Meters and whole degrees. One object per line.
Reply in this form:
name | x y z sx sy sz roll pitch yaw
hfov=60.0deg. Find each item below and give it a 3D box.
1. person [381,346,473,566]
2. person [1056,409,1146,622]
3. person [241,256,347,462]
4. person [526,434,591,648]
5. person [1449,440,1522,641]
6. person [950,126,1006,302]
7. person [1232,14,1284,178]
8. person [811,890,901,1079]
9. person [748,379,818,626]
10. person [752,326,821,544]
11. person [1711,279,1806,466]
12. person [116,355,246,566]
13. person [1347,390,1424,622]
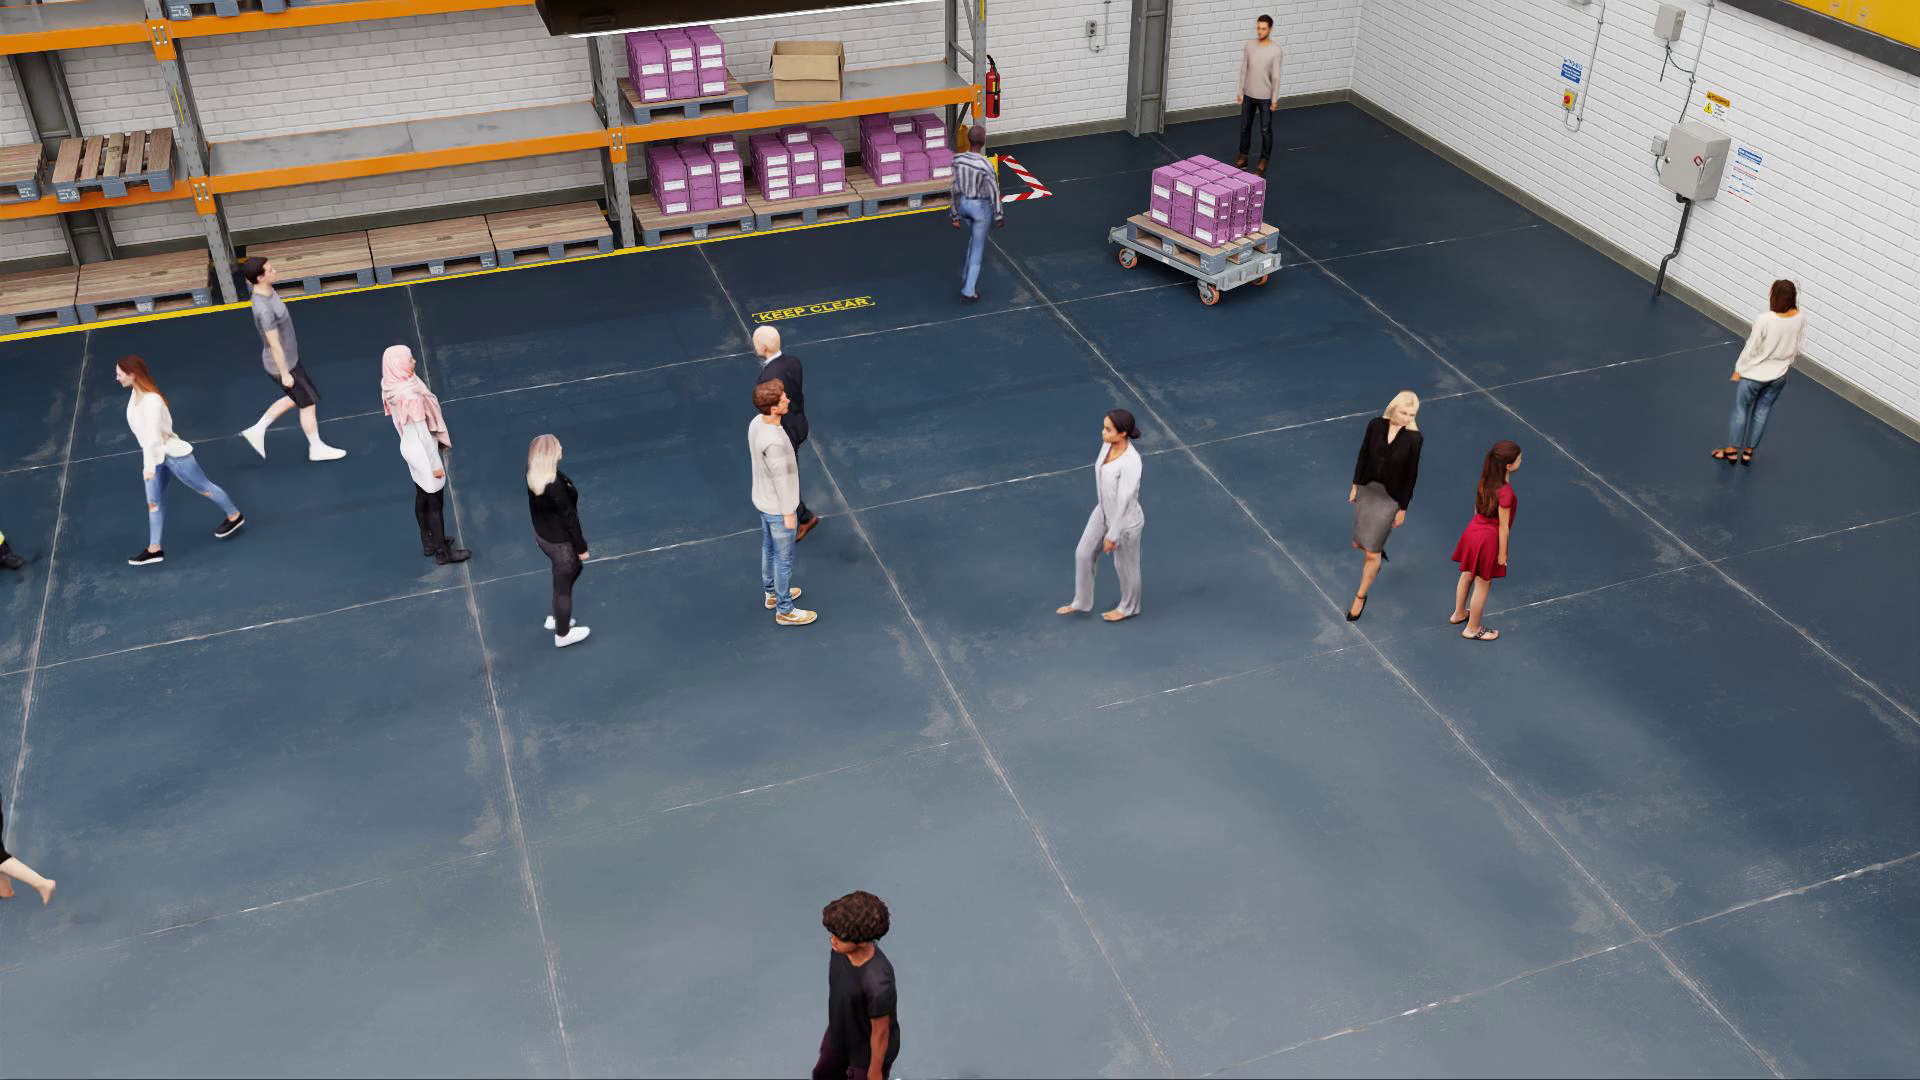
person | -4.014 -0.633 12.384 0.718 1.804 0.714 -26 41 -33
person | 1.193 -0.167 11.759 0.836 1.719 0.666 -15 36 -21
person | -5.606 -1.435 13.551 1.001 1.847 0.671 -10 35 -14
person | -2.856 0.051 11.472 0.670 1.675 0.676 -22 39 -29
person | 3.701 -0.009 11.683 0.624 1.540 0.564 -8 34 -11
person | 0.099 -3.110 16.135 0.763 1.777 0.806 24 40 31
person | 3.428 -5.100 19.054 0.725 1.861 0.746 20 38 27
person | -0.409 2.318 7.970 0.704 1.775 0.702 -19 38 -27
person | -1.303 -0.272 11.751 0.569 1.905 0.654 -12 35 -17
person | -1.288 -0.764 12.603 0.992 1.781 0.933 16 37 23
person | 6.580 -1.368 13.609 0.565 1.672 0.761 1 34 2
person | -5.870 -0.631 12.529 1.210 1.641 0.939 -29 43 -36
person | 3.041 -0.276 11.835 0.869 1.817 0.986 28 43 35
